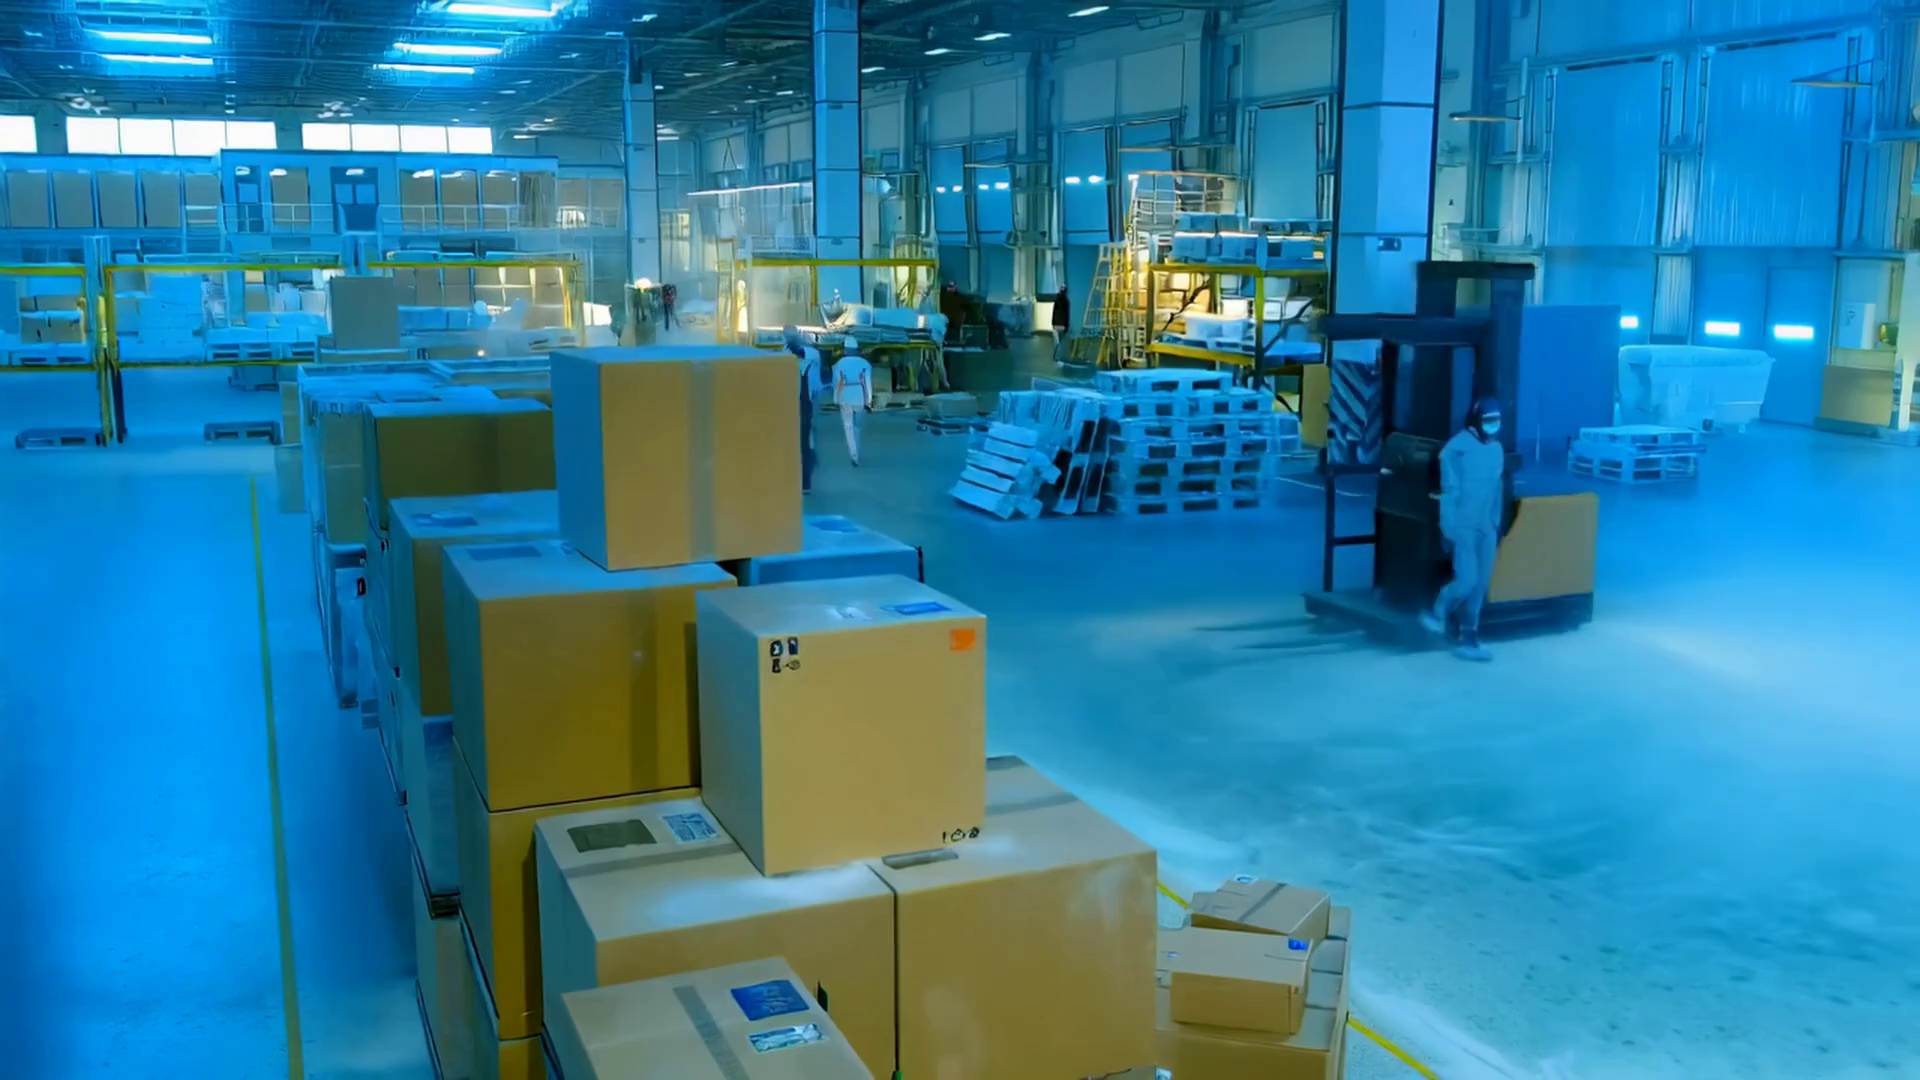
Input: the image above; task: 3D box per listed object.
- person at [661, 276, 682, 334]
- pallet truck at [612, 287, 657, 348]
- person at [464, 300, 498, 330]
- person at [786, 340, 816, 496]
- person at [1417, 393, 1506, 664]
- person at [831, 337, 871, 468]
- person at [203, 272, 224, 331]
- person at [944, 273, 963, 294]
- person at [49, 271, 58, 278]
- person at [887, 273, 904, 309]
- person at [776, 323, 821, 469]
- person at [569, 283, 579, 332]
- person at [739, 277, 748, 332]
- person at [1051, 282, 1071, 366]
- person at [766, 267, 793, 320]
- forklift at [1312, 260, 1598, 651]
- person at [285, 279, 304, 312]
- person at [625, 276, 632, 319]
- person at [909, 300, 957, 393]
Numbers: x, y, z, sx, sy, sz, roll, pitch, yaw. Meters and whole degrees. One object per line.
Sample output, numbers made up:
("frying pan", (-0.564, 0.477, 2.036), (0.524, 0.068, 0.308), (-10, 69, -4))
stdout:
("person", (-9.149, -7.442, 52.608), (0.631, 1.830, 0.662), (6, 12, 30))
("pallet truck", (-6.464, -4.406, 35.401), (0.823, 1.965, 1.885), (6, 12, 32))
("person", (-8.994, -3.582, 31.294), (0.633, 1.842, 0.429), (-3, 11, -16))
("person", (-1.945, -1.432, 19.494), (0.539, 1.820, 0.663), (-8, 13, -36))
("person", (3.596, -0.082, 11.771), (0.643, 1.924, 0.500), (-7, 12, -34))
("person", (-1.460, -1.834, 22.014), (0.512, 1.697, 0.866), (-3, 11, -17))
("person", (-24.239, -7.728, 53.950), (0.630, 1.922, 0.571), (8, 13, 39))
("person", (-0.206, -7.579, 53.191), (0.614, 1.876, 0.966), (1, 10, 4))
("person", (-27.982, -7.331, 51.440), (0.617, 2.028, 0.464), (-7, 12, -34))
("person", (-1.987, -7.200, 50.994), (0.542, 1.930, 0.367), (4, 11, 21))
("person", (-2.097, -1.809, 21.327), (0.651, 1.914, 0.513), (-3, 11, -15))
("person", (-11.520, -6.806, 49.458), (0.317, 1.695, 0.540), (0, 10, 1))
("person", (-6.899, -7.487, 53.015), (0.308, 1.772, 0.525), (-8, 13, -37))
("person", (2.419, -5.107, 39.318), (0.425, 1.984, 0.617), (7, 12, 34))
("person", (-6.701, -9.081, 61.312), (1.023, 1.938, 0.664), (0, 10, 0))
("forklift", (3.823, -0.712, 12.611), (1.873, 2.768, 1.129), (-4, 11, -23))
("person", (-19.430, -6.700, 48.538), (0.528, 1.829, 0.972), (-3, 11, -14))
("person", (-12.135, -9.141, 61.638), (0.614, 1.945, 0.404), (2, 10, 10))
("person", (-0.589, -3.704, 32.028), (0.984, 1.837, 0.570), (7, 13, 35))
